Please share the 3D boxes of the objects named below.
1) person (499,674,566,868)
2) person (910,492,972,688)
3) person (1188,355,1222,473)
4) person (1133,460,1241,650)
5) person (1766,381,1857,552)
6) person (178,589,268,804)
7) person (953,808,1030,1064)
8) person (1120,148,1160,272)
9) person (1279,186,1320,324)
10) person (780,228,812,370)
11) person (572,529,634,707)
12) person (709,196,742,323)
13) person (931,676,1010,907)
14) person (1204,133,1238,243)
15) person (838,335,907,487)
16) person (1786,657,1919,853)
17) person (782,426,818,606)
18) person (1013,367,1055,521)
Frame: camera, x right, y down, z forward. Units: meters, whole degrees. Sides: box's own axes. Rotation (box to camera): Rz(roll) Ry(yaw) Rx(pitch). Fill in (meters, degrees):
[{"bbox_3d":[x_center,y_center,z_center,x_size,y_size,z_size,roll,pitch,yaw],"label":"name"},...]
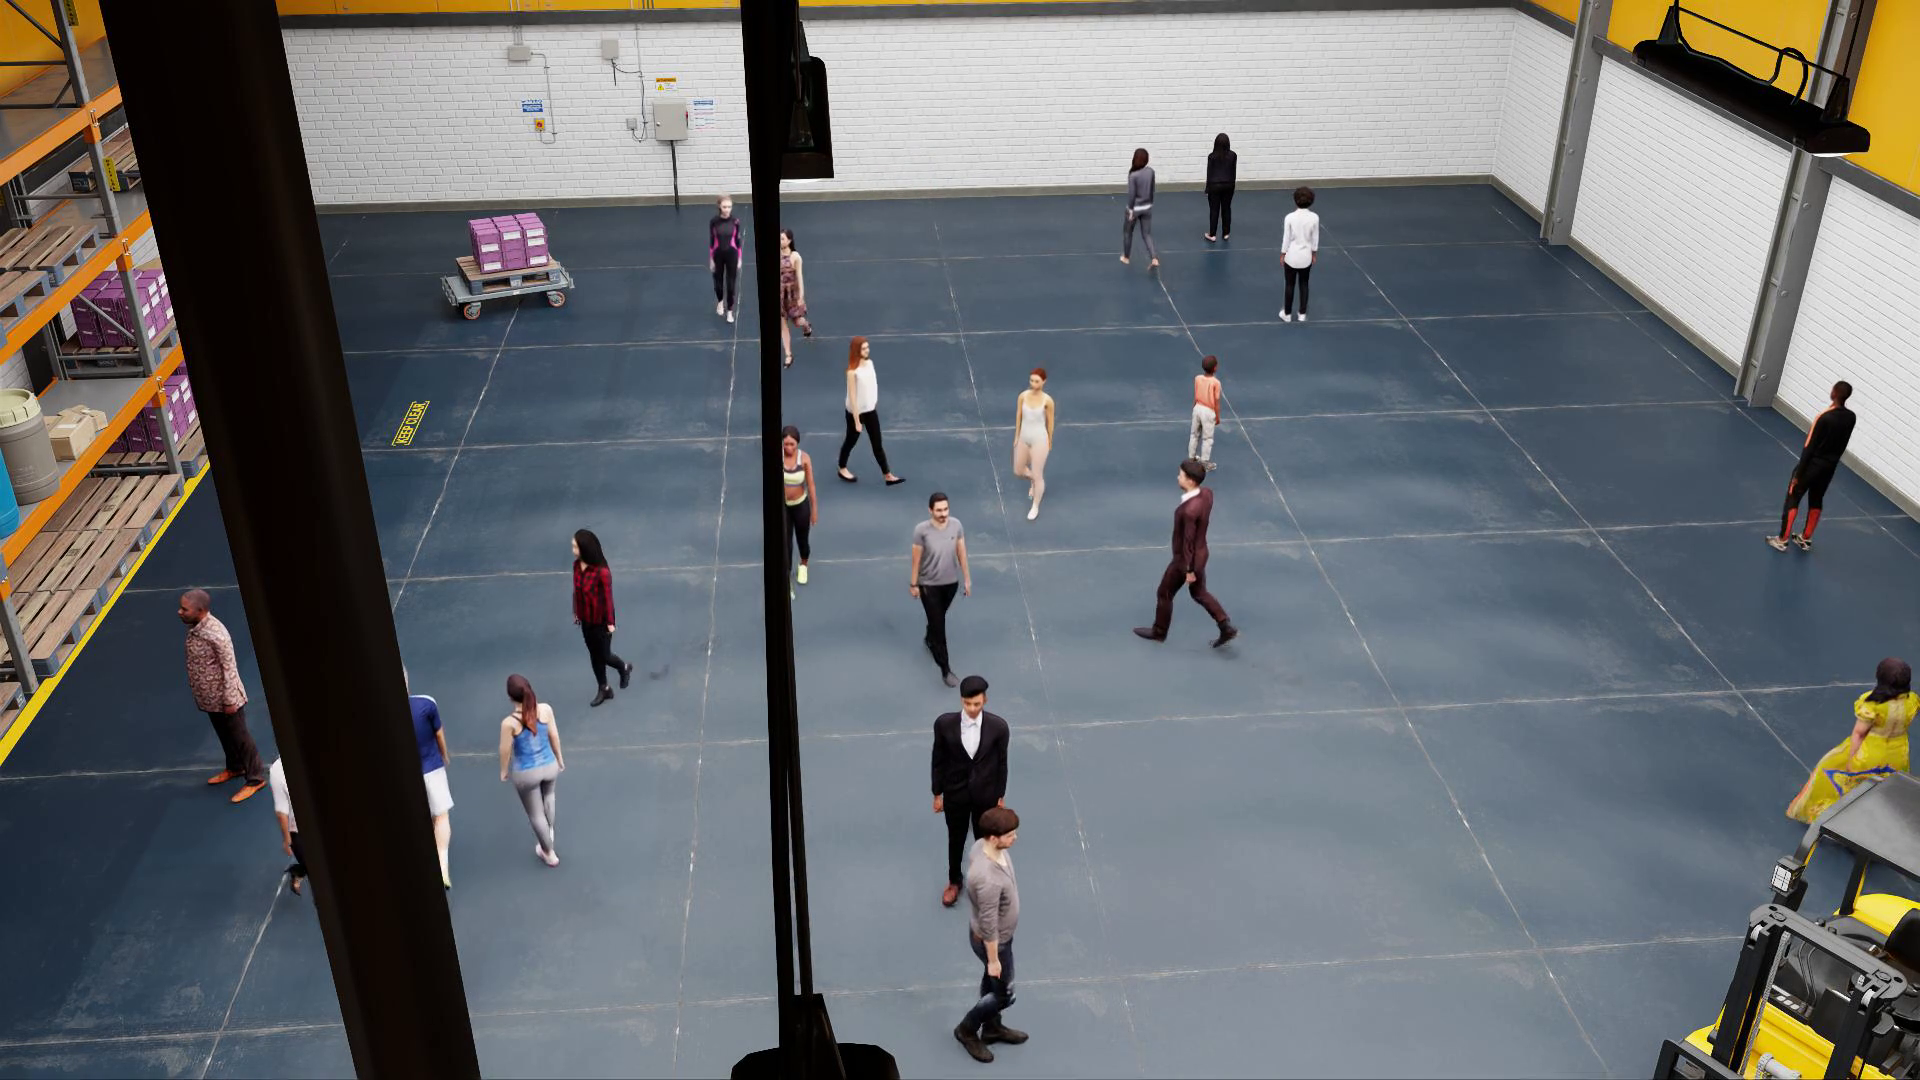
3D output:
[{"bbox_3d":[-3.069,1.705,12.114,0.783,1.599,0.861,-21,35,-33],"label":"person"},{"bbox_3d":[-0.213,0.345,14.493,0.923,1.707,1.217,-13,31,-23],"label":"person"},{"bbox_3d":[2.659,-1.381,18.079,0.622,1.304,0.552,-25,37,-38],"label":"person"},{"bbox_3d":[2.111,0.156,14.691,1.166,1.850,1.223,15,32,26],"label":"person"},{"bbox_3d":[8.455,-0.693,16.298,0.714,1.802,0.626,-7,29,-12],"label":"person"},{"bbox_3d":[-5.731,1.164,12.886,0.764,1.808,0.833,23,36,36],"label":"person"},{"bbox_3d":[0.179,2.455,10.426,0.801,1.898,0.702,2,29,4],"label":"person"},{"bbox_3d":[2.612,-4.675,23.665,0.867,1.736,1.185,-12,31,-21],"label":"person"},{"bbox_3d":[4.464,-3.761,21.916,0.626,1.808,0.524,-2,29,-3],"label":"person"},{"bbox_3d":[-2.094,-3.020,20.609,0.885,1.758,1.053,11,31,20],"label":"person"},{"bbox_3d":[-3.009,0.624,14.043,0.773,1.649,0.834,19,34,31],"label":"person"},{"bbox_3d":[-3.102,-3.718,21.920,0.624,1.729,0.715,-5,29,-9],"label":"person"},{"bbox_3d":[0.080,1.756,11.724,0.728,1.883,0.602,2,29,3],"label":"person"},{"bbox_3d":[3.905,-5.286,24.912,0.680,1.616,0.676,-7,29,-13],"label":"person"},{"bbox_3d":[-1.121,-1.353,17.637,1.087,1.678,1.032,20,35,32],"label":"person"},{"bbox_3d":[6.748,1.641,12.186,0.796,1.641,0.834,-2,29,-3],"label":"person"},{"bbox_3d":[-1.552,-0.304,15.661,0.648,1.729,0.994,0,29,0],"label":"person"},{"bbox_3d":[0.785,-1.036,17.104,0.743,1.632,0.840,11,31,20],"label":"person"}]
